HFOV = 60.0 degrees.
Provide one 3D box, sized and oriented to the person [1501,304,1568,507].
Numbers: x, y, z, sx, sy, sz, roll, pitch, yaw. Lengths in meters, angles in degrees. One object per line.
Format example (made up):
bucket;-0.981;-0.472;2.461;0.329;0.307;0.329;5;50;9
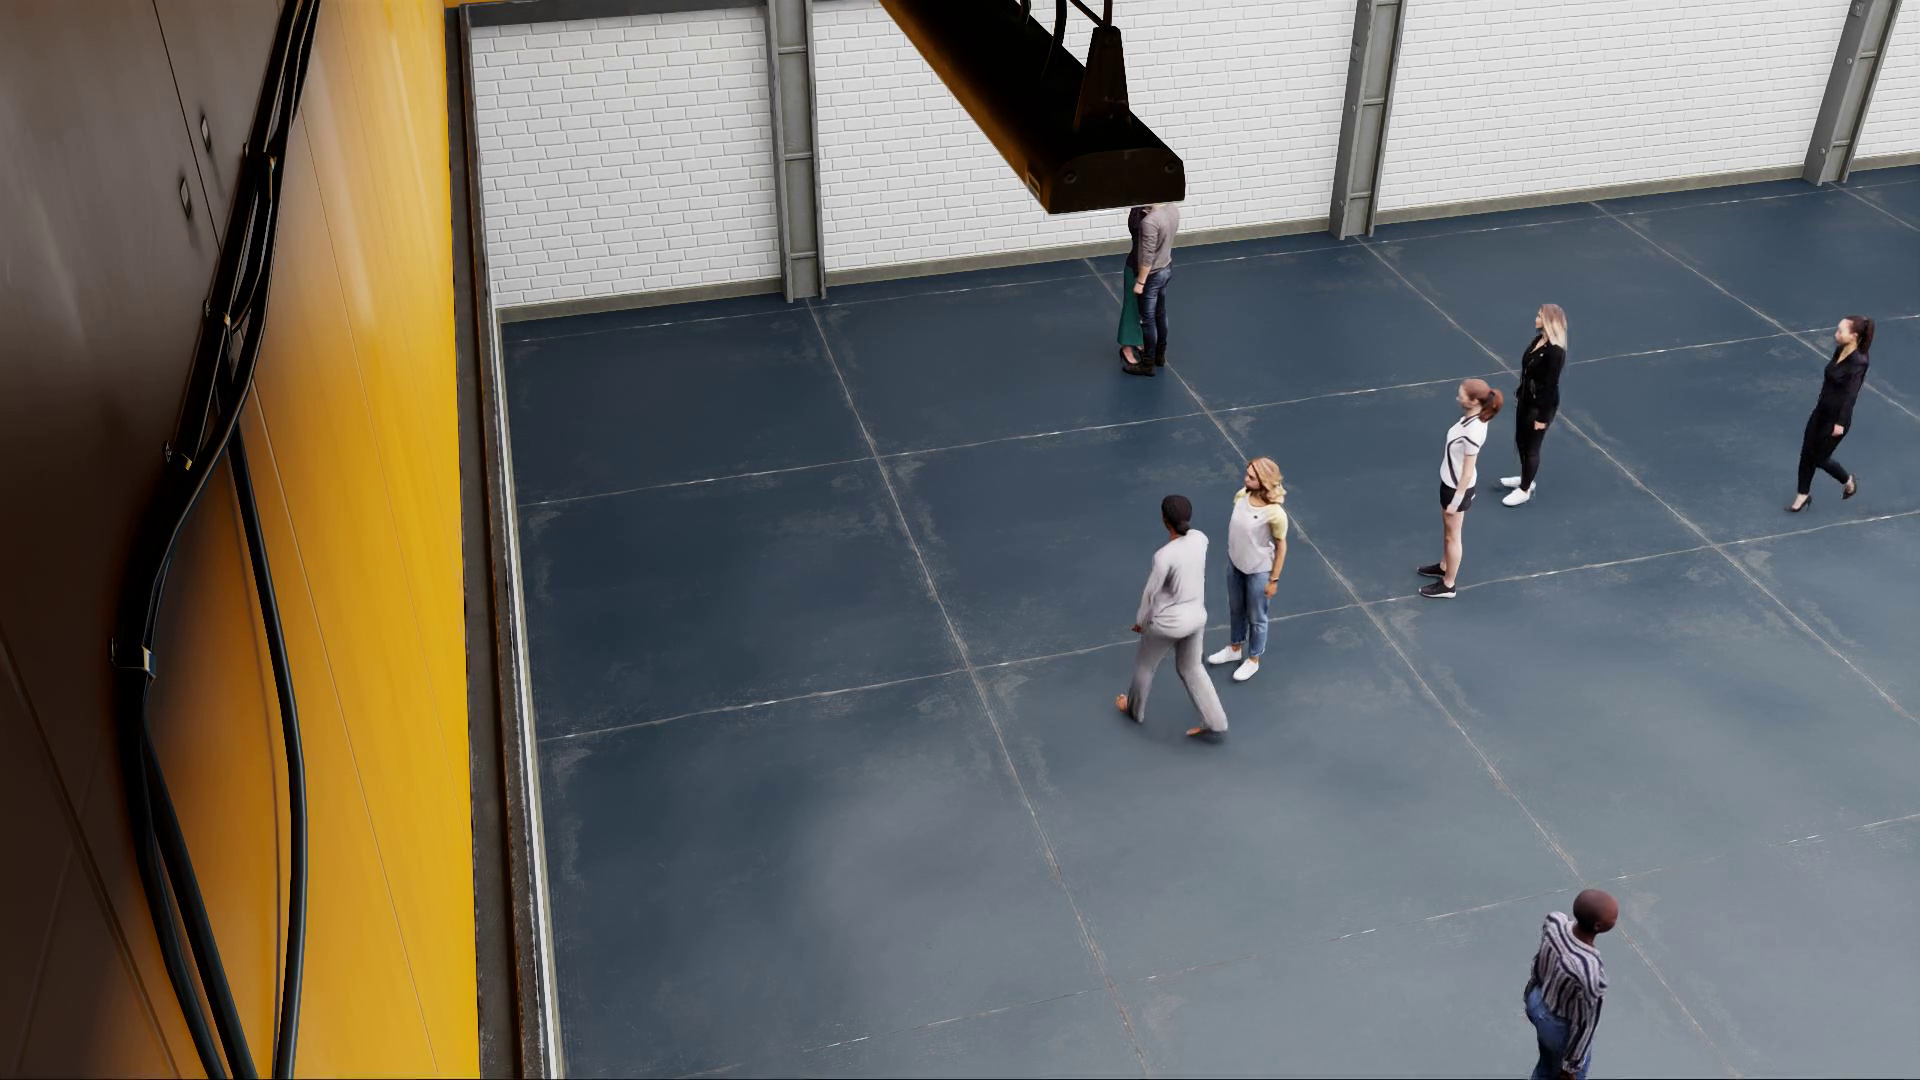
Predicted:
person;4.548;-1.059;13.073;0.623;1.681;0.686;-6;34;-9

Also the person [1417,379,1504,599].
person;3.595;-0.386;11.995;0.685;1.753;0.654;7;34;10

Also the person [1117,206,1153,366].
person;1.622;-2.415;15.062;0.698;1.738;0.691;8;35;12

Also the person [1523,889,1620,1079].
person;2.750;2.337;7.874;0.900;1.780;0.653;-7;34;-11

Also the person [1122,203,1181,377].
person;1.743;-2.382;14.863;0.832;1.903;0.765;19;38;26

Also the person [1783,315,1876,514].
person;6.814;-0.935;12.876;0.837;1.693;0.702;-1;34;-2

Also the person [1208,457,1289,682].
person;1.973;0.177;11.174;0.656;1.725;0.690;-21;39;-29

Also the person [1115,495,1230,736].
person;1.461;0.533;10.656;1.034;1.704;0.945;-28;43;-36
